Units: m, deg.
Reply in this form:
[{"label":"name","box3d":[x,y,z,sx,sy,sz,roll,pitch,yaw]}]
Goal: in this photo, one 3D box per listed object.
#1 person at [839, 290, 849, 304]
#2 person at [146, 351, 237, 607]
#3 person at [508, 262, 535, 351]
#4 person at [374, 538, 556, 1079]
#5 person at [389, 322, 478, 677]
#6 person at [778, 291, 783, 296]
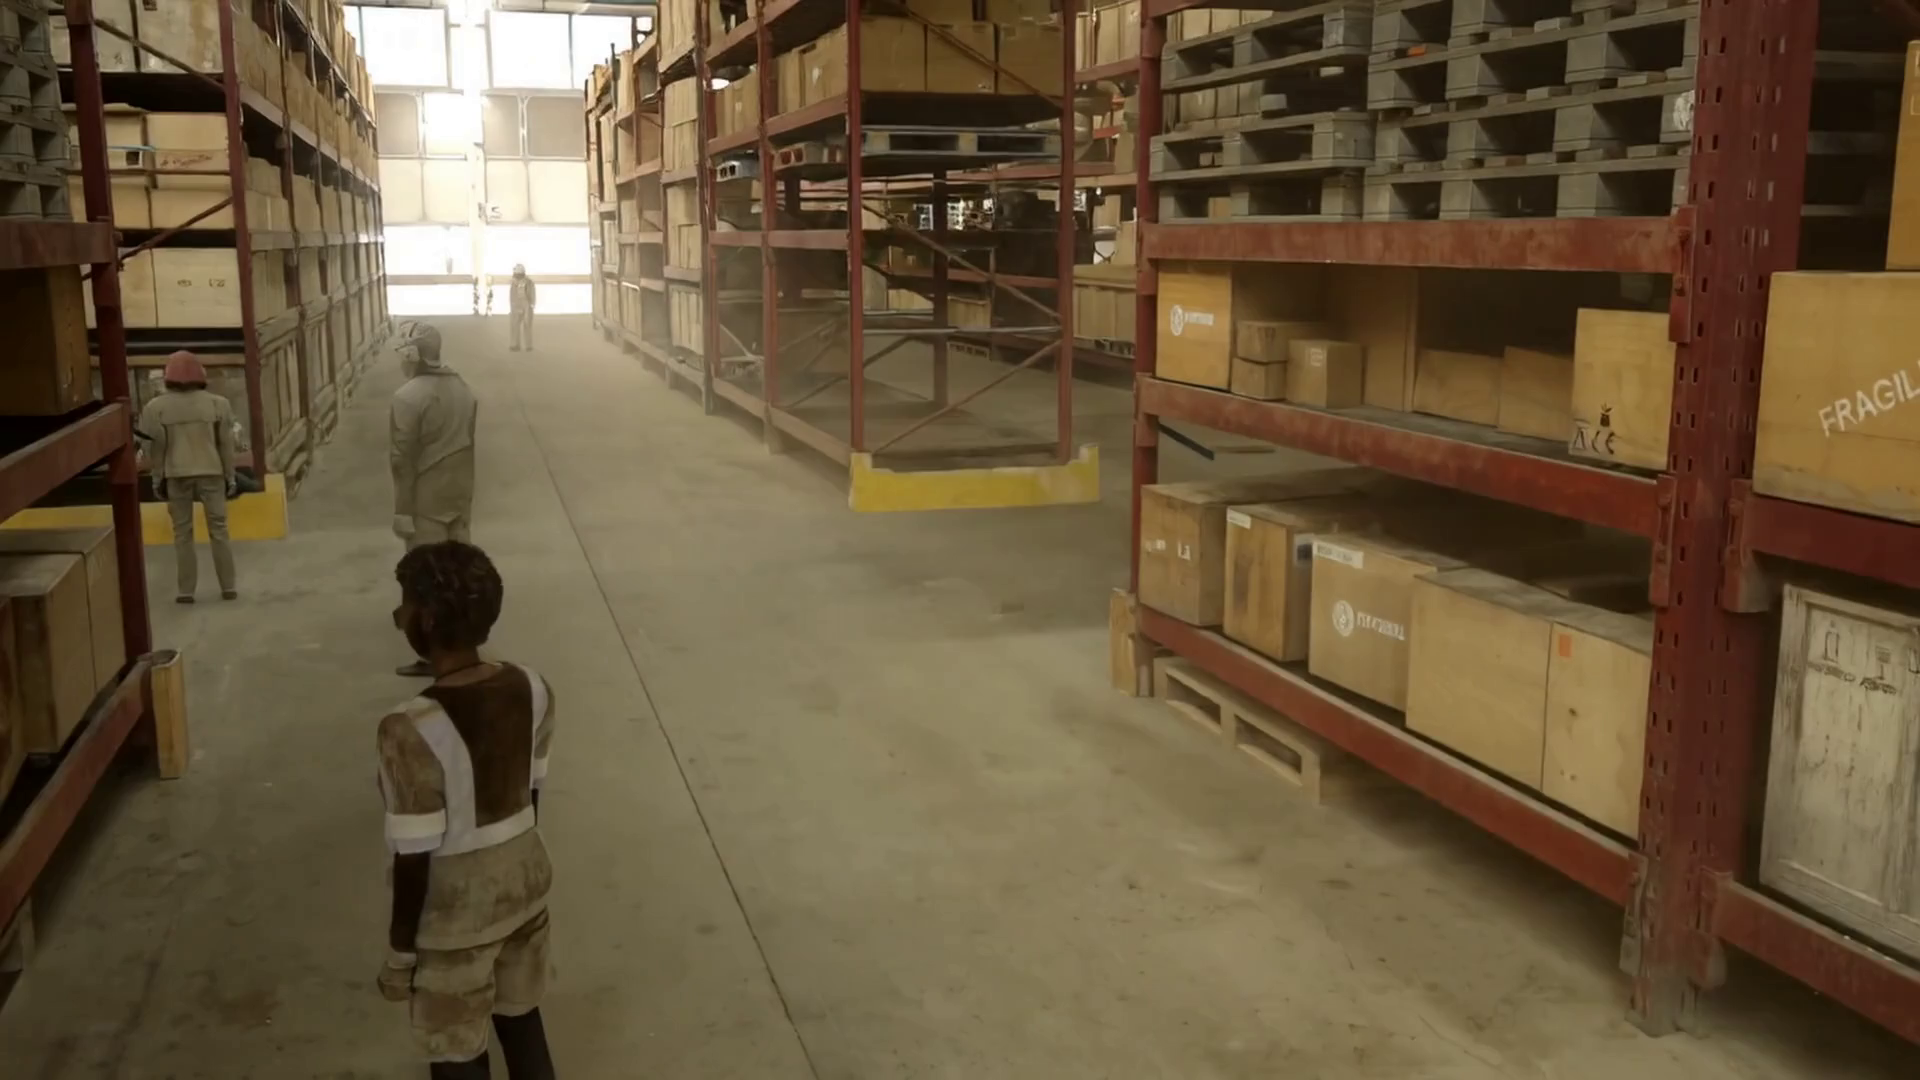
[{"label":"person","box3d":[-2.285,-4.846,34.192,0.406,1.948,0.605,4,11,22]},{"label":"person","box3d":[-4.886,-0.387,10.611,0.508,1.632,0.265,-7,12,-32]},{"label":"person","box3d":[-9.059,-4.810,34.317,0.588,1.831,0.404,3,11,15]},{"label":"person","box3d":[-1.102,0.835,3.734,0.318,1.698,0.535,4,11,19]},{"label":"person","box3d":[-2.856,-0.219,8.973,0.399,1.900,0.643,2,11,13]},{"label":"person","box3d":[-4.466,-5.847,40.644,0.530,1.581,0.886,2,11,13]}]
